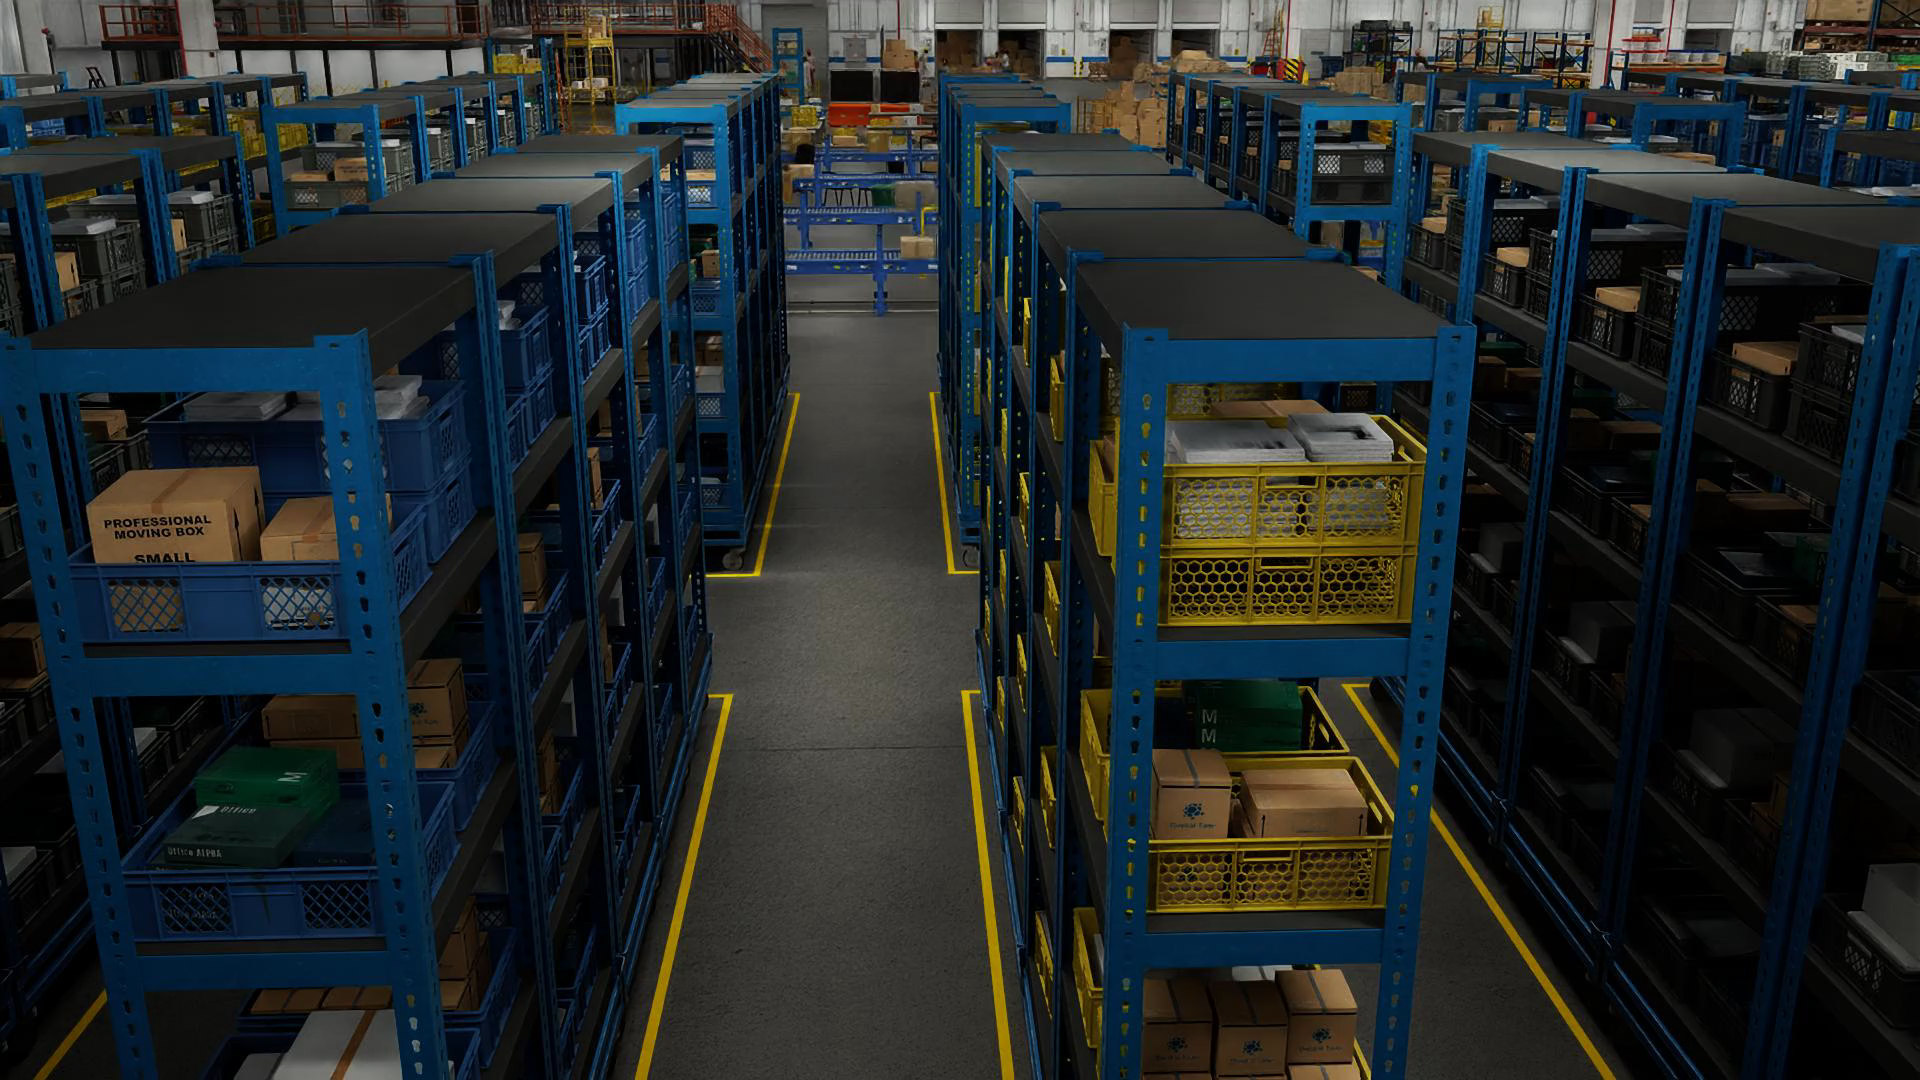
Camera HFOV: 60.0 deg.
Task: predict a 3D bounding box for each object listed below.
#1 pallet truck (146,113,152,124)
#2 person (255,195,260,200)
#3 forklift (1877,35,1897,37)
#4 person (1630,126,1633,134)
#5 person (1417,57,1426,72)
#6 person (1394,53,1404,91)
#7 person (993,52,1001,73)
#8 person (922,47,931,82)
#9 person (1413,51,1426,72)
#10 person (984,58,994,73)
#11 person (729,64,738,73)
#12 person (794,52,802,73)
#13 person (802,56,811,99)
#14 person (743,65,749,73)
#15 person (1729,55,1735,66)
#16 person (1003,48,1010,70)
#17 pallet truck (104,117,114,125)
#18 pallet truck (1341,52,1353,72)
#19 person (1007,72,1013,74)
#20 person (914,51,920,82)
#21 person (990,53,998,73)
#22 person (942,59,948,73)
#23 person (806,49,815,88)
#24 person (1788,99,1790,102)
[{"bbox_3d":[-18.087,-8.309,36.390,1.885,1.965,0.823,-1,18,-4],"label":"pallet truck"},{"bbox_3d":[-8.740,-3.366,21.092,0.622,1.996,0.369,8,19,23],"label":"person"},{"bbox_3d":[44.184,-22.804,79.832,1.129,2.768,1.873,-1,18,-2],"label":"forklift"},{"bbox_3d":[20.024,-12.237,49.101,0.542,1.641,0.800,6,19,18],"label":"person"},{"bbox_3d":[21.799,-21.862,78.580,0.429,1.840,0.635,1,18,4],"label":"person"},{"bbox_3d":[22.285,-23.742,84.354,0.352,1.878,0.597,-5,19,-15],"label":"person"},{"bbox_3d":[2.038,-26.354,92.716,0.558,1.681,0.379,-1,18,-4],"label":"person"},{"bbox_3d":[-1.895,-26.899,94.072,0.685,1.904,0.602,-3,18,-9],"label":"person"},{"bbox_3d":[23.654,-24.217,85.725,0.715,1.945,0.400,11,21,31],"label":"person"},{"bbox_3d":[1.367,-19.898,72.226,0.822,2.019,0.610,-7,19,-20],"label":"person"},{"bbox_3d":[-8.748,-17.424,64.525,0.538,2.000,0.700,3,18,9],"label":"person"},{"bbox_3d":[-8.505,-24.405,86.364,0.847,1.904,0.635,11,21,31],"label":"person"},{"bbox_3d":[-7.154,-21.478,77.244,0.371,1.933,0.627,8,20,24],"label":"person"},{"bbox_3d":[-8.461,-17.815,65.917,0.388,1.926,0.590,12,22,33],"label":"person"},{"bbox_3d":[37.967,-22.981,82.090,0.905,1.805,0.546,-15,23,-38],"label":"person"},{"bbox_3d":[2.662,-26.337,92.339,0.963,1.889,0.593,4,18,11],"label":"person"},{"bbox_3d":[-18.367,-7.885,35.078,1.885,1.965,0.823,1,18,2],"label":"pallet truck"},{"bbox_3d":[18.794,-23.123,82.231,0.823,1.965,1.885,-13,22,-35],"label":"pallet truck"},{"bbox_3d":[1.751,-16.222,60.994,0.511,1.925,0.543,12,21,33],"label":"person"},{"bbox_3d":[-2.458,-25.873,91.083,0.643,1.797,0.965,-10,20,-28],"label":"person"},{"bbox_3d":[1.717,-24.908,88.150,0.553,1.749,0.403,-9,20,-26],"label":"person"},{"bbox_3d":[-0.693,-20.928,75.644,0.328,1.872,0.513,2,18,7],"label":"person"},{"bbox_3d":[-7.862,-24.628,86.891,0.622,1.994,0.381,4,18,12],"label":"person"},{"bbox_3d":[29.613,-15.584,59.098,0.542,1.890,1.018,-5,19,-15],"label":"person"}]
